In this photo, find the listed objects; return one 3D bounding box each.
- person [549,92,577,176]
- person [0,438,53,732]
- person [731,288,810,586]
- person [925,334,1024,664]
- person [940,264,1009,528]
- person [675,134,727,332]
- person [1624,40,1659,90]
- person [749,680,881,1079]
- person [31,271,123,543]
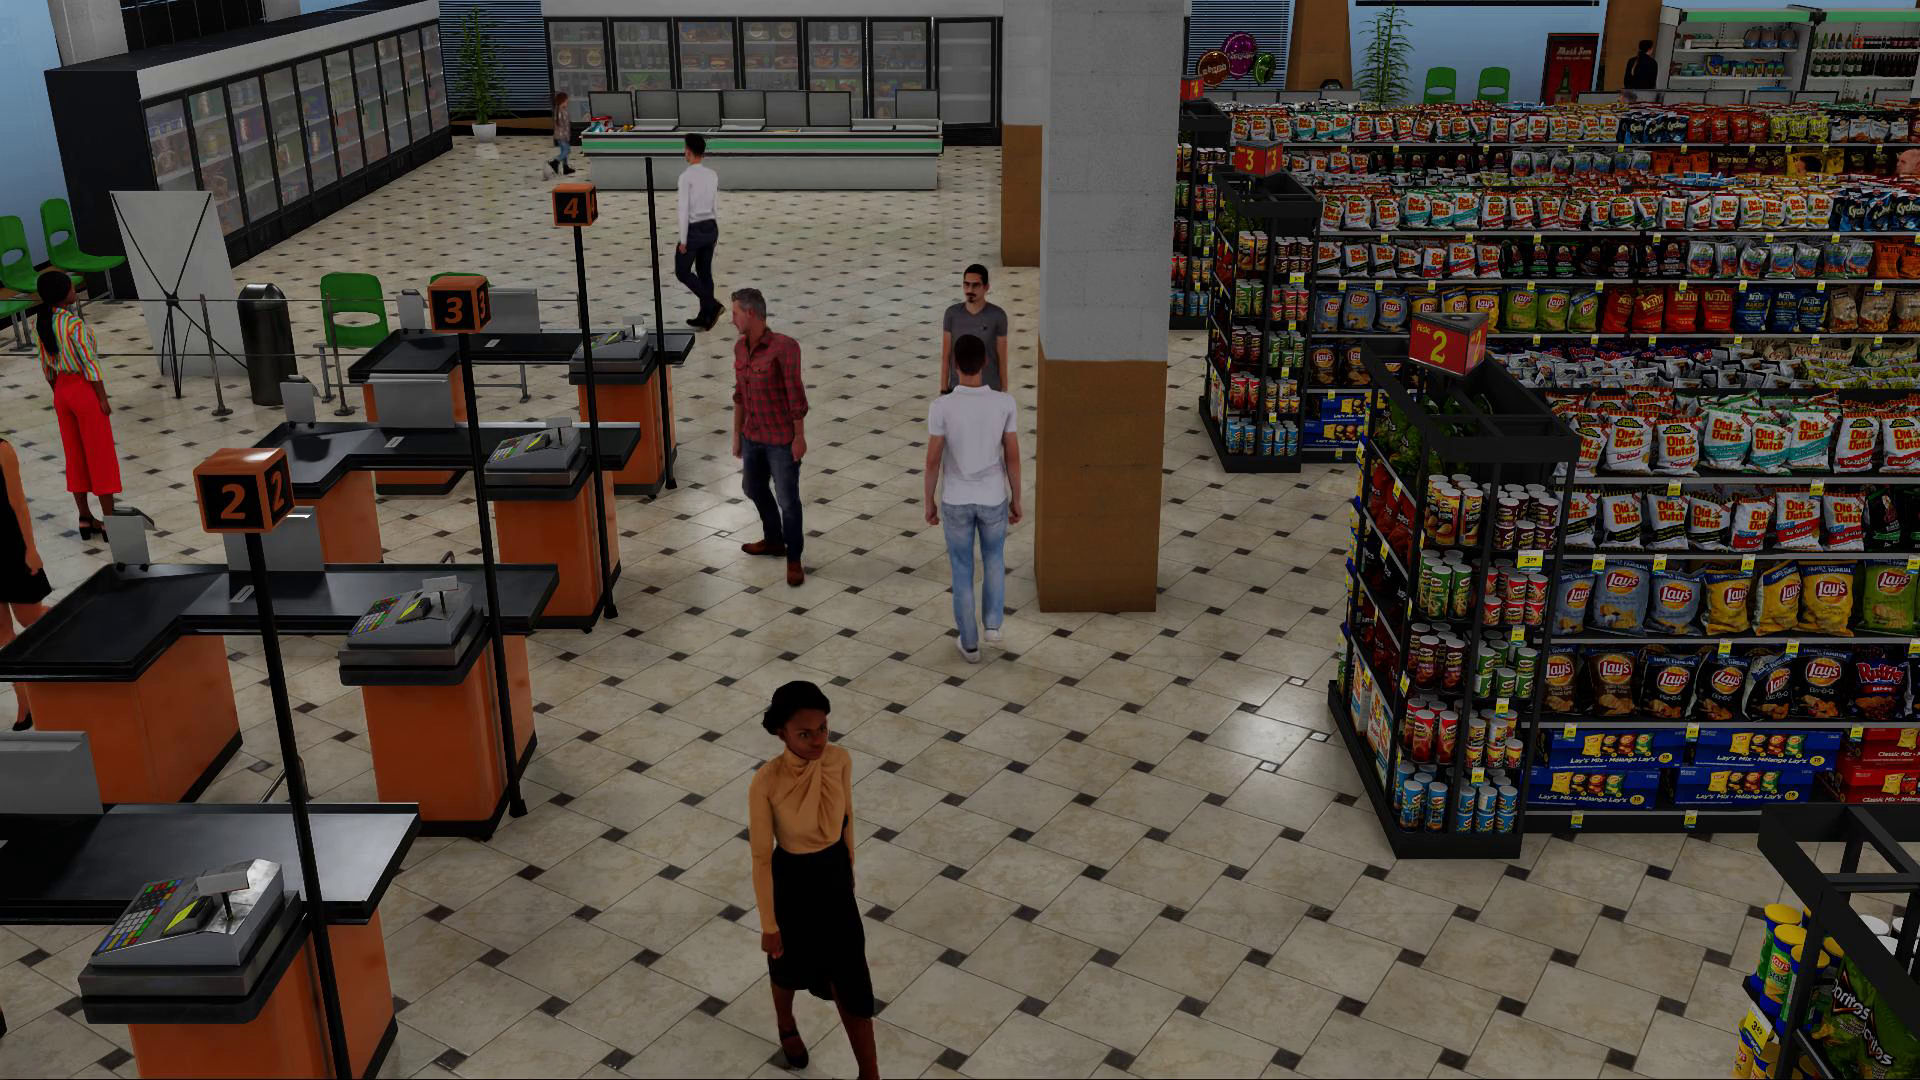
[{"bbox_3d":[-5.771,-5.846,24.008,0.726,1.179,0.786,19,29,39],"label":"person"},{"bbox_3d":[-4.805,0.069,8.432,0.862,1.816,0.668,2,22,4],"label":"person"},{"bbox_3d":[-1.116,-0.638,10.203,0.860,1.807,0.949,11,24,25],"label":"person"},{"bbox_3d":[0.096,-0.178,9.011,0.638,1.842,0.797,-4,22,-10],"label":"person"},{"bbox_3d":[0.116,-1.001,11.199,0.904,1.739,0.817,5,22,12],"label":"person"},{"bbox_3d":[-2.411,-2.865,15.685,0.975,1.853,0.902,18,28,37],"label":"person"},{"bbox_3d":[10.755,-7.067,26.387,0.830,1.671,0.802,-15,26,-32],"label":"person"},{"bbox_3d":[-0.574,1.216,5.834,0.987,1.626,0.964,-14,26,-30],"label":"person"},{"bbox_3d":[-5.705,-0.863,10.783,0.566,1.793,0.712,7,23,16],"label":"person"}]
